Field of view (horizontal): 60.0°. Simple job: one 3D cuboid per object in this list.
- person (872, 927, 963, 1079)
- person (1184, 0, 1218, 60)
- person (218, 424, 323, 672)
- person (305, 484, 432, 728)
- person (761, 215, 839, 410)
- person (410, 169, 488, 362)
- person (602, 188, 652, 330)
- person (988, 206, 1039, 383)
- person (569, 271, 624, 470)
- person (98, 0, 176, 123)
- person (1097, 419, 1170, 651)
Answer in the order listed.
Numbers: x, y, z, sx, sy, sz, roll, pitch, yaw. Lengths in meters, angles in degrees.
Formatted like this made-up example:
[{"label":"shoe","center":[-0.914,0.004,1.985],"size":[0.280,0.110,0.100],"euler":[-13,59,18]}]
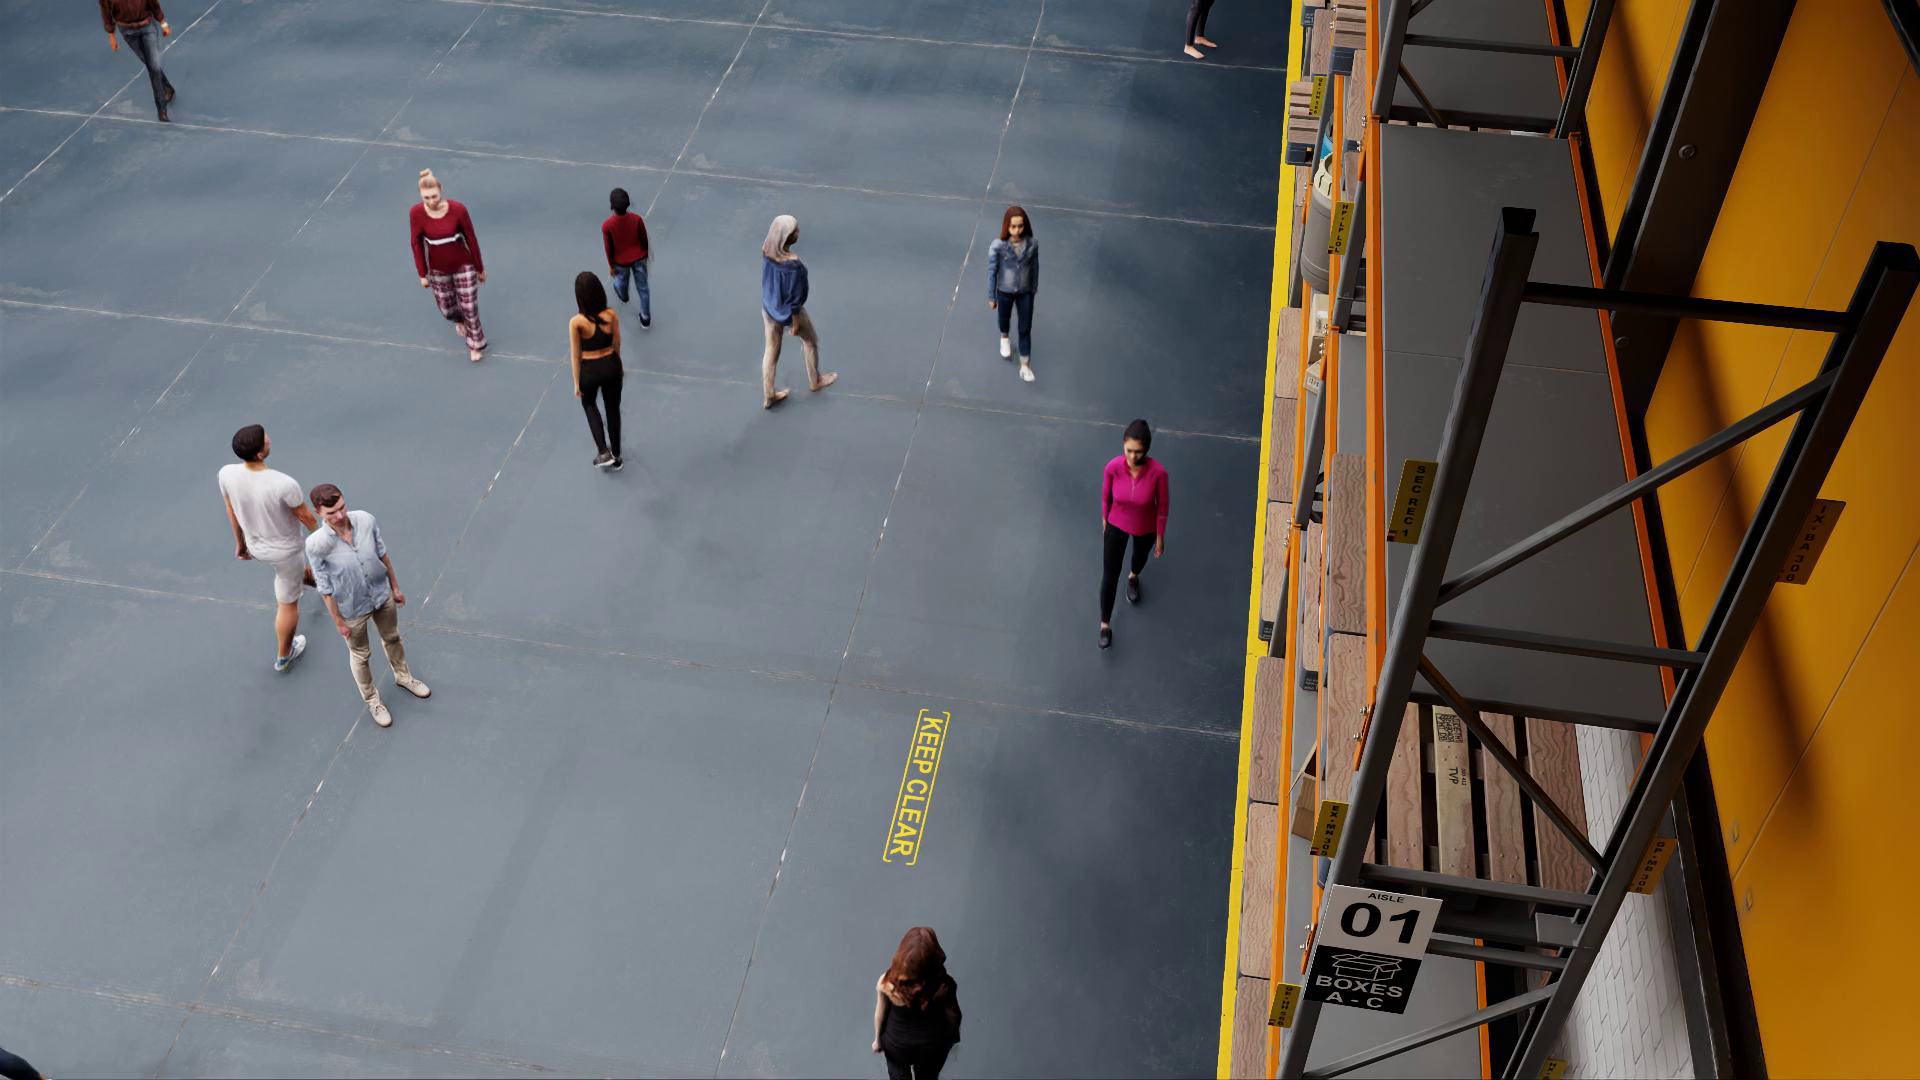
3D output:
[{"label":"person","center":[-0.216,2.520,8.163],"size":[0.681,1.735,0.780],"euler":[-1,44,-1]},{"label":"person","center":[2.498,-5.813,16.885],"size":[0.746,1.768,0.609],"euler":[25,49,24]},{"label":"person","center":[-4.424,0.102,10.653],"size":[0.774,1.801,1.190],"euler":[9,44,9]},{"label":"person","center":[-3.718,0.363,10.345],"size":[0.793,1.847,0.673],"euler":[30,51,28]},{"label":"person","center":[-1.401,-1.683,12.627],"size":[0.892,1.672,1.004],"euler":[31,52,29]},{"label":"person","center":[-4.024,-2.208,13.157],"size":[0.811,1.691,0.863],"euler":[-14,45,-14]},{"label":"person","center":[-2.679,-2.271,13.557],"size":[0.769,1.231,0.905],"euler":[-15,46,-15]},{"label":"person","center":[0.409,-2.020,13.137],"size":[0.788,1.447,1.031],"euler":[-7,44,-7]},{"label":"person","center":[-2.585,-1.160,12.106],"size":[0.735,1.624,0.794],"euler":[-24,48,-23]},{"label":"person","center":[-7.906,-4.940,16.002],"size":[1.012,1.722,1.194],"euler":[-13,45,-13]},{"label":"person","center":[1.162,-0.158,11.033],"size":[0.612,1.663,1.066],"euler":[5,44,5]}]
